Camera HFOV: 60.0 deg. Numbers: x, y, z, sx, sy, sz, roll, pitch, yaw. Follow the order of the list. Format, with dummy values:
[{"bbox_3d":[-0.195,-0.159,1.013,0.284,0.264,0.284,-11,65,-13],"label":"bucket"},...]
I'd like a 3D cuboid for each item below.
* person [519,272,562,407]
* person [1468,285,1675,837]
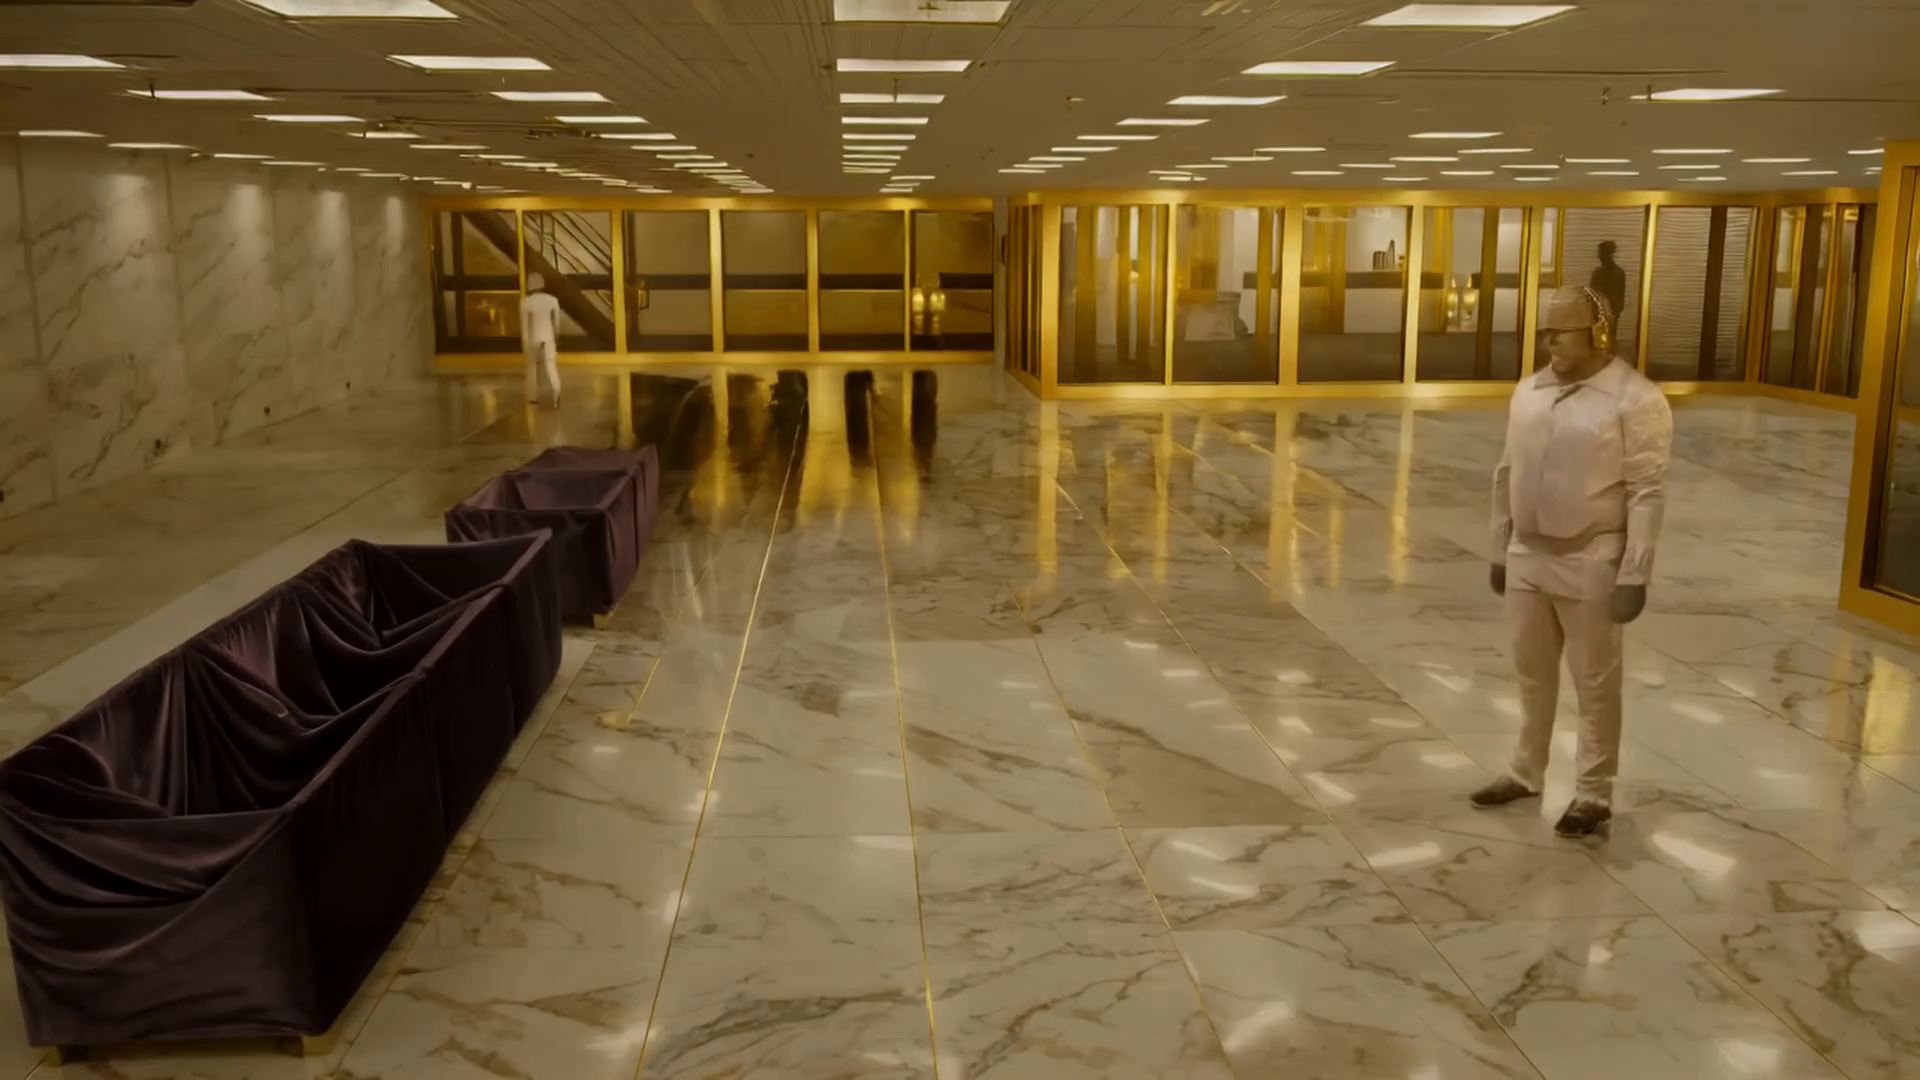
[{"bbox_3d":[-4.994,-2.388,19.874,0.497,1.607,0.715,-6,12,-31],"label":"person"},{"bbox_3d":[2.107,0.072,5.808,0.403,1.904,0.651,-7,12,-32],"label":"person"}]
